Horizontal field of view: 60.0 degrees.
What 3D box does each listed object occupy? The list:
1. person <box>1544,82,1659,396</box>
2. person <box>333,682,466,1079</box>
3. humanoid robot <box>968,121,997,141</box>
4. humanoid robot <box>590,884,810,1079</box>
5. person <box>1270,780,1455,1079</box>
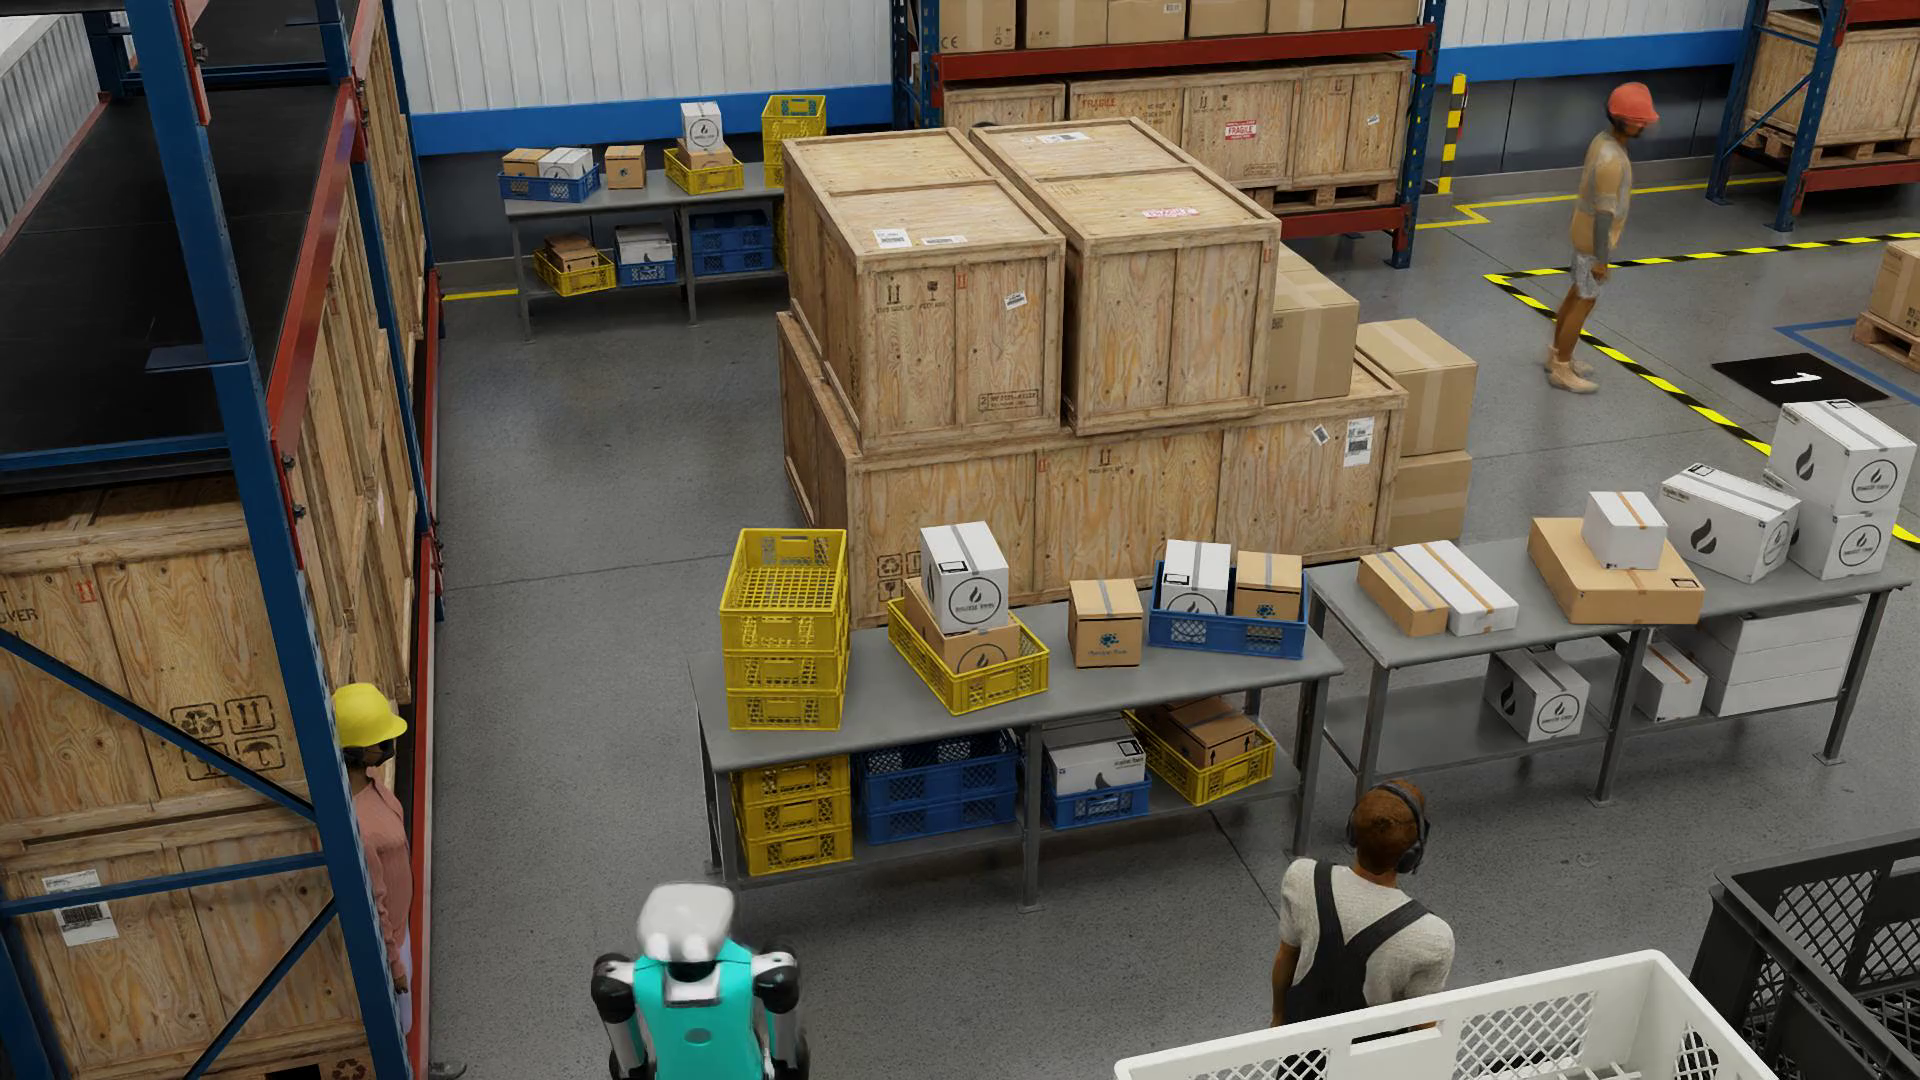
[{"bbox_3d":[4.176,-1.960,10.838,0.388,2.040,0.613,7,30,13],"label":"person"},{"bbox_3d":[-1.842,1.221,5.358,0.337,1.761,0.522,-9,30,-17],"label":"person"},{"bbox_3d":[0.232,-2.049,11.400,0.647,1.637,0.600,-7,30,-13],"label":"humanoid robot"},{"bbox_3d":[-0.687,1.562,4.809,0.547,1.808,0.821,-2,29,-3],"label":"humanoid robot"},{"bbox_3d":[1.122,1.473,4.825,0.505,1.836,0.331,19,34,31],"label":"person"}]
